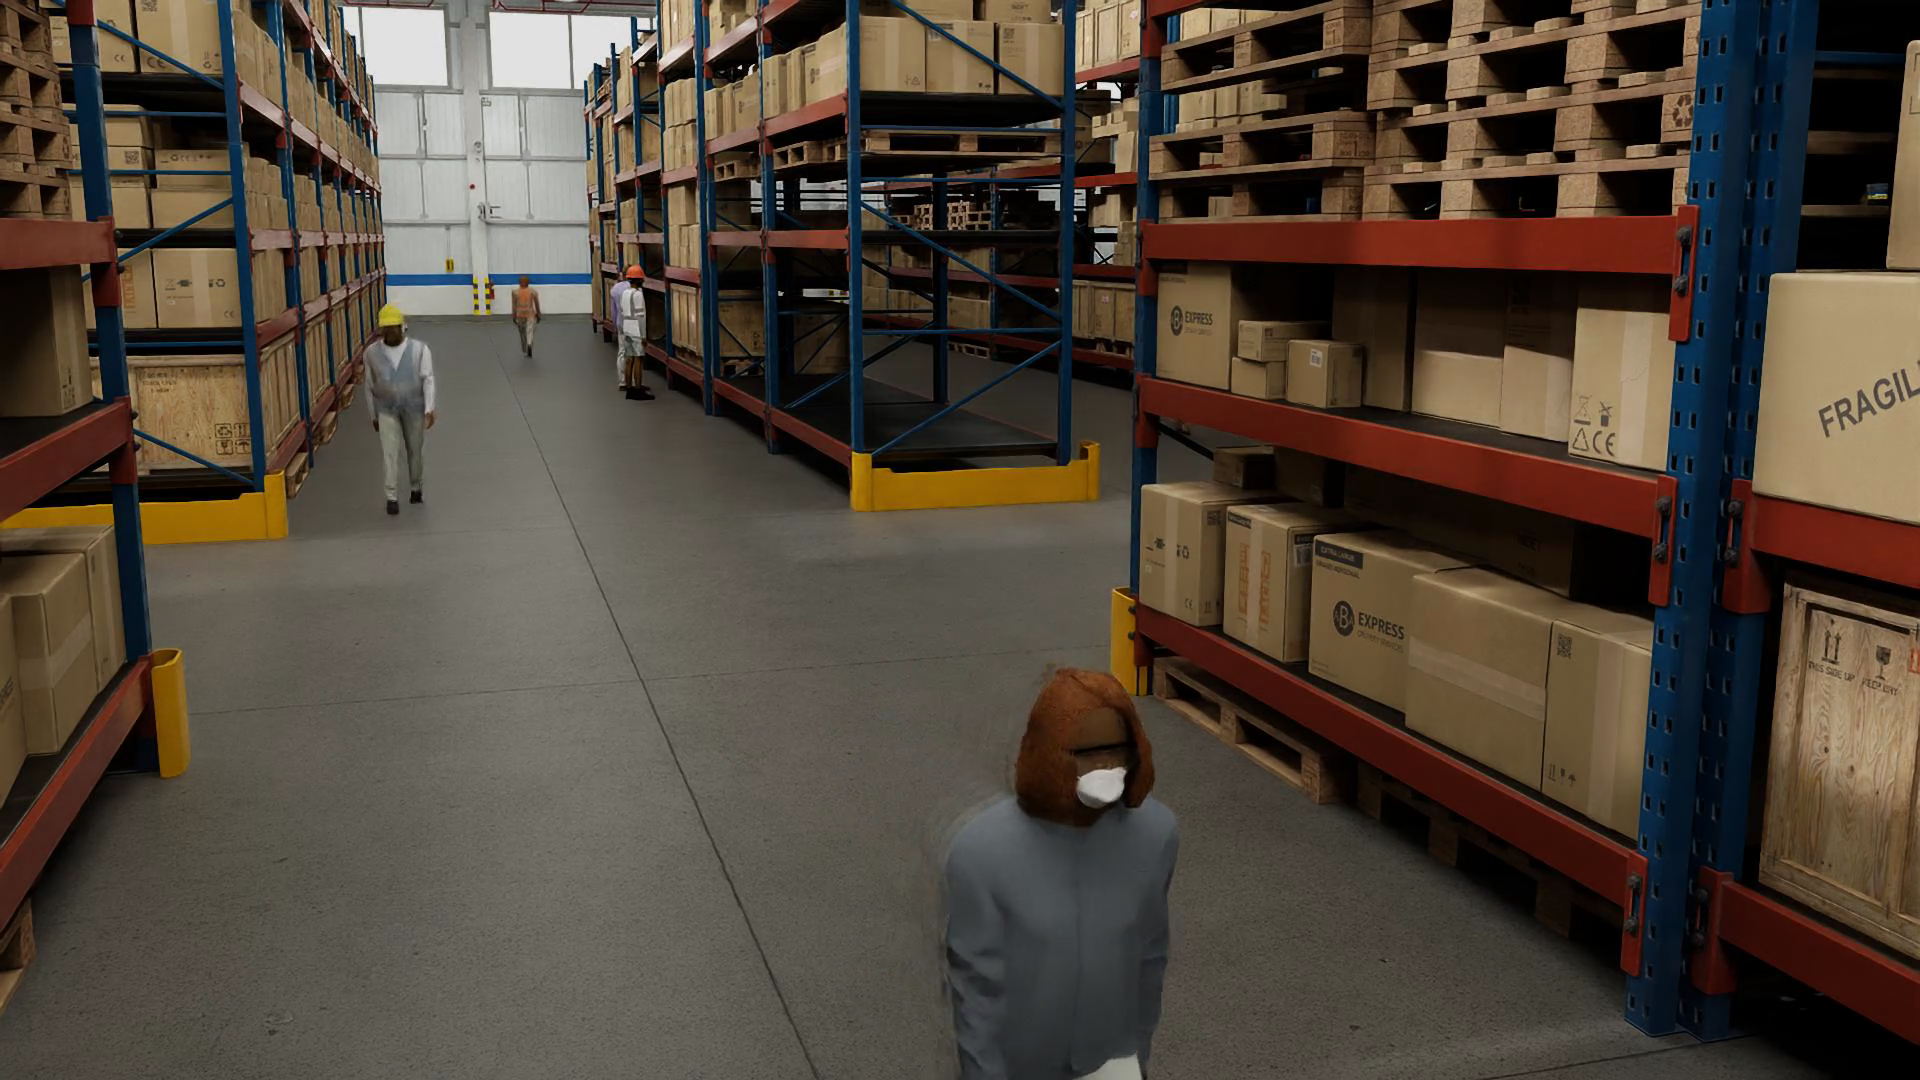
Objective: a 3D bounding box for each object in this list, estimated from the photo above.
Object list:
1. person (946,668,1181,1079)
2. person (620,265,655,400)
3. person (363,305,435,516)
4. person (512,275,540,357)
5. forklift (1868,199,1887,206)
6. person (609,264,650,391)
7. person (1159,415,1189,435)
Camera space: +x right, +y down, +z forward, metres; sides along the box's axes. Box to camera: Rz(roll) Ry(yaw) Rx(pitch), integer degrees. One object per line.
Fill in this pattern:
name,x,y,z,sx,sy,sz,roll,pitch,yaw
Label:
person,0.188,0.996,3.173,0.486,1.584,0.878,-4,11,-19
person,-4.671,-2.984,24.011,0.362,1.939,0.542,-8,13,-38
person,-4.828,-1.140,14.371,0.584,1.779,0.977,-3,11,-15
person,-8.463,-4.359,32.417,0.526,1.615,0.658,-2,11,-12
forklift,11.338,-2.915,21.052,1.129,2.768,1.873,-3,11,-17
person,-5.026,-3.214,25.292,0.627,1.934,0.371,6,12,30
person,2.509,-2.186,19.731,0.648,1.905,0.403,-2,10,-10
